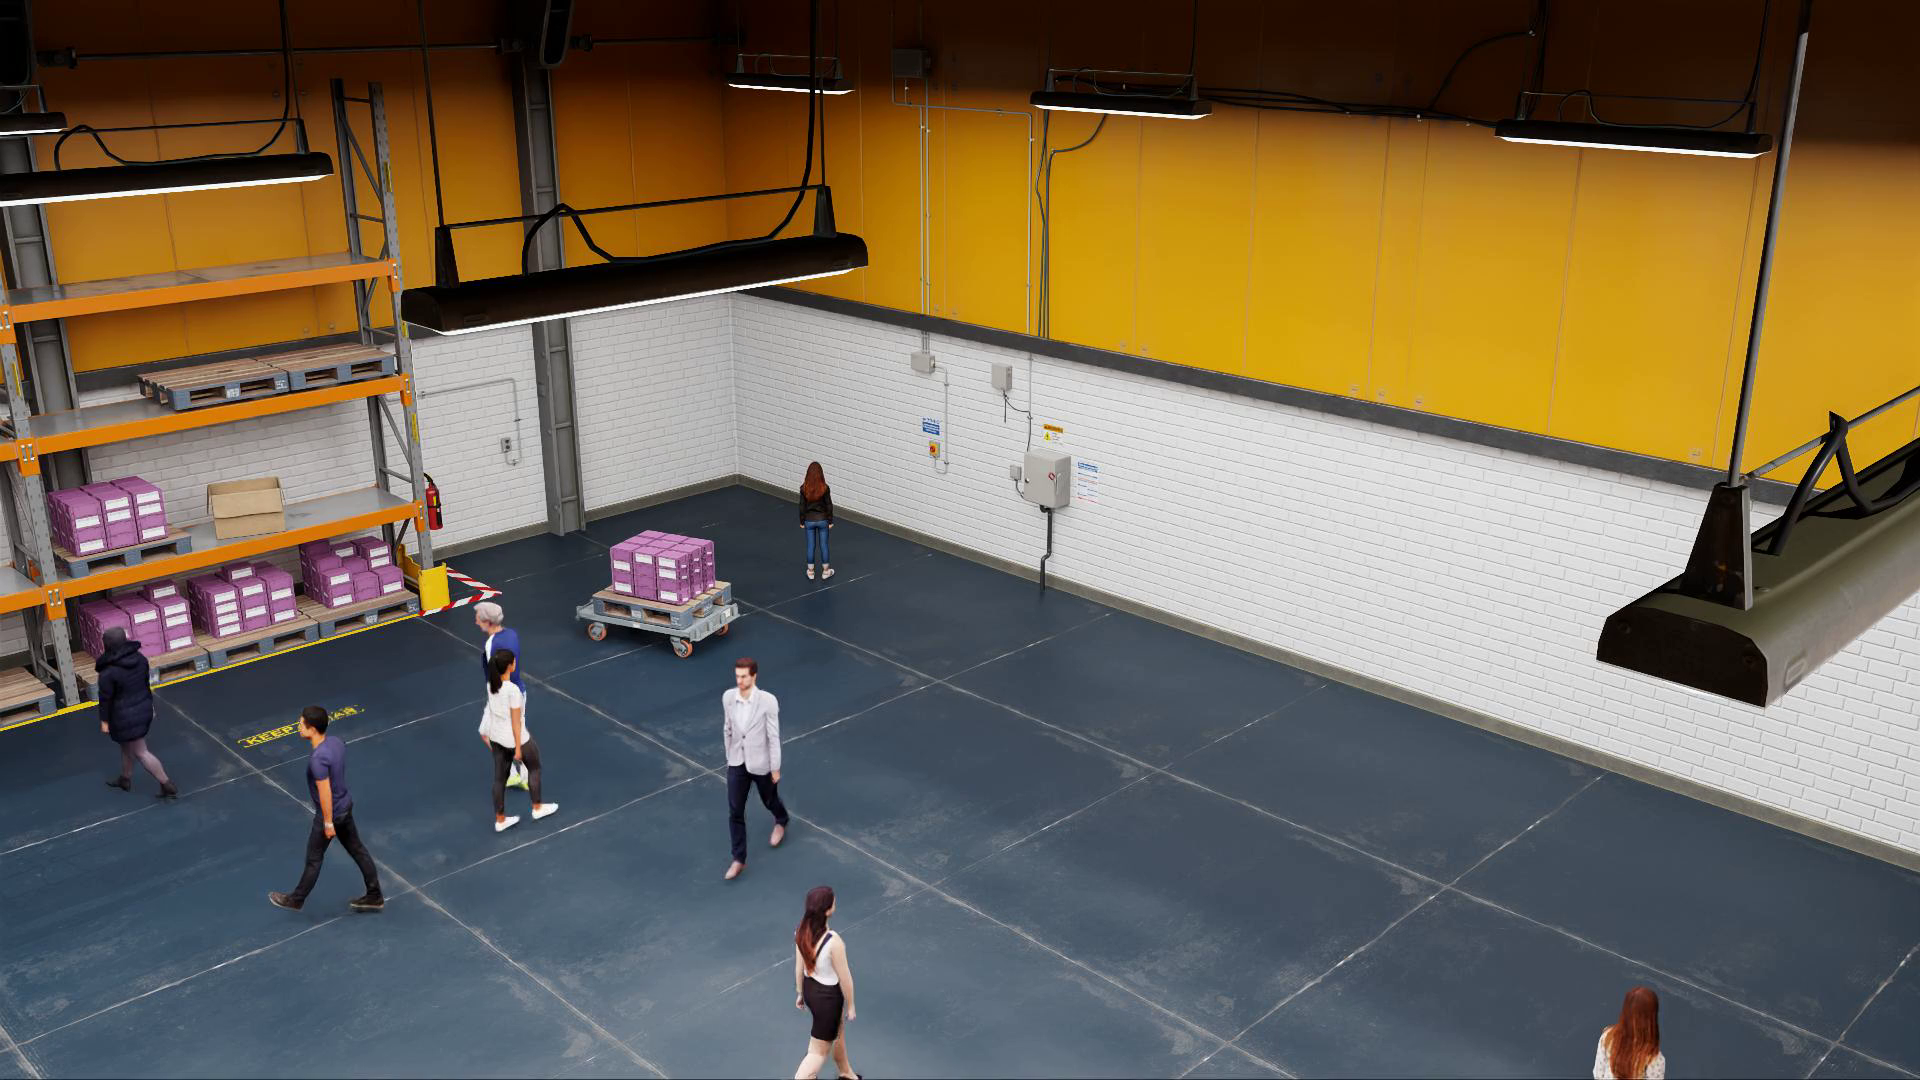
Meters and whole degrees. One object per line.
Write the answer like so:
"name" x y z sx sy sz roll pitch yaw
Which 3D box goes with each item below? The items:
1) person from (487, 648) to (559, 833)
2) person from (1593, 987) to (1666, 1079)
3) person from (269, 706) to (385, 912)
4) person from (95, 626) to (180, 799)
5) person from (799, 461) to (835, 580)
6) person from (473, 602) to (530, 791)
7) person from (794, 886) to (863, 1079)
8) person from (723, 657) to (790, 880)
"person" -3.944 1.752 14.288 0.660 1.621 0.836 13 22 33
"person" 3.796 3.312 9.486 0.562 1.729 0.613 -12 22 -32
"person" -4.803 2.126 12.973 1.169 1.752 1.088 -1 19 -2
"person" -7.336 1.568 14.800 1.048 1.642 1.111 5 19 15
"person" -1.768 -0.250 20.450 0.630 1.483 0.694 0 19 -1
"person" -4.015 1.427 14.965 0.852 1.805 0.752 4 19 13
"person" -0.926 2.997 10.601 0.658 1.615 1.095 14 23 36
"person" -1.675 1.815 13.792 1.031 1.818 1.277 6 19 17
